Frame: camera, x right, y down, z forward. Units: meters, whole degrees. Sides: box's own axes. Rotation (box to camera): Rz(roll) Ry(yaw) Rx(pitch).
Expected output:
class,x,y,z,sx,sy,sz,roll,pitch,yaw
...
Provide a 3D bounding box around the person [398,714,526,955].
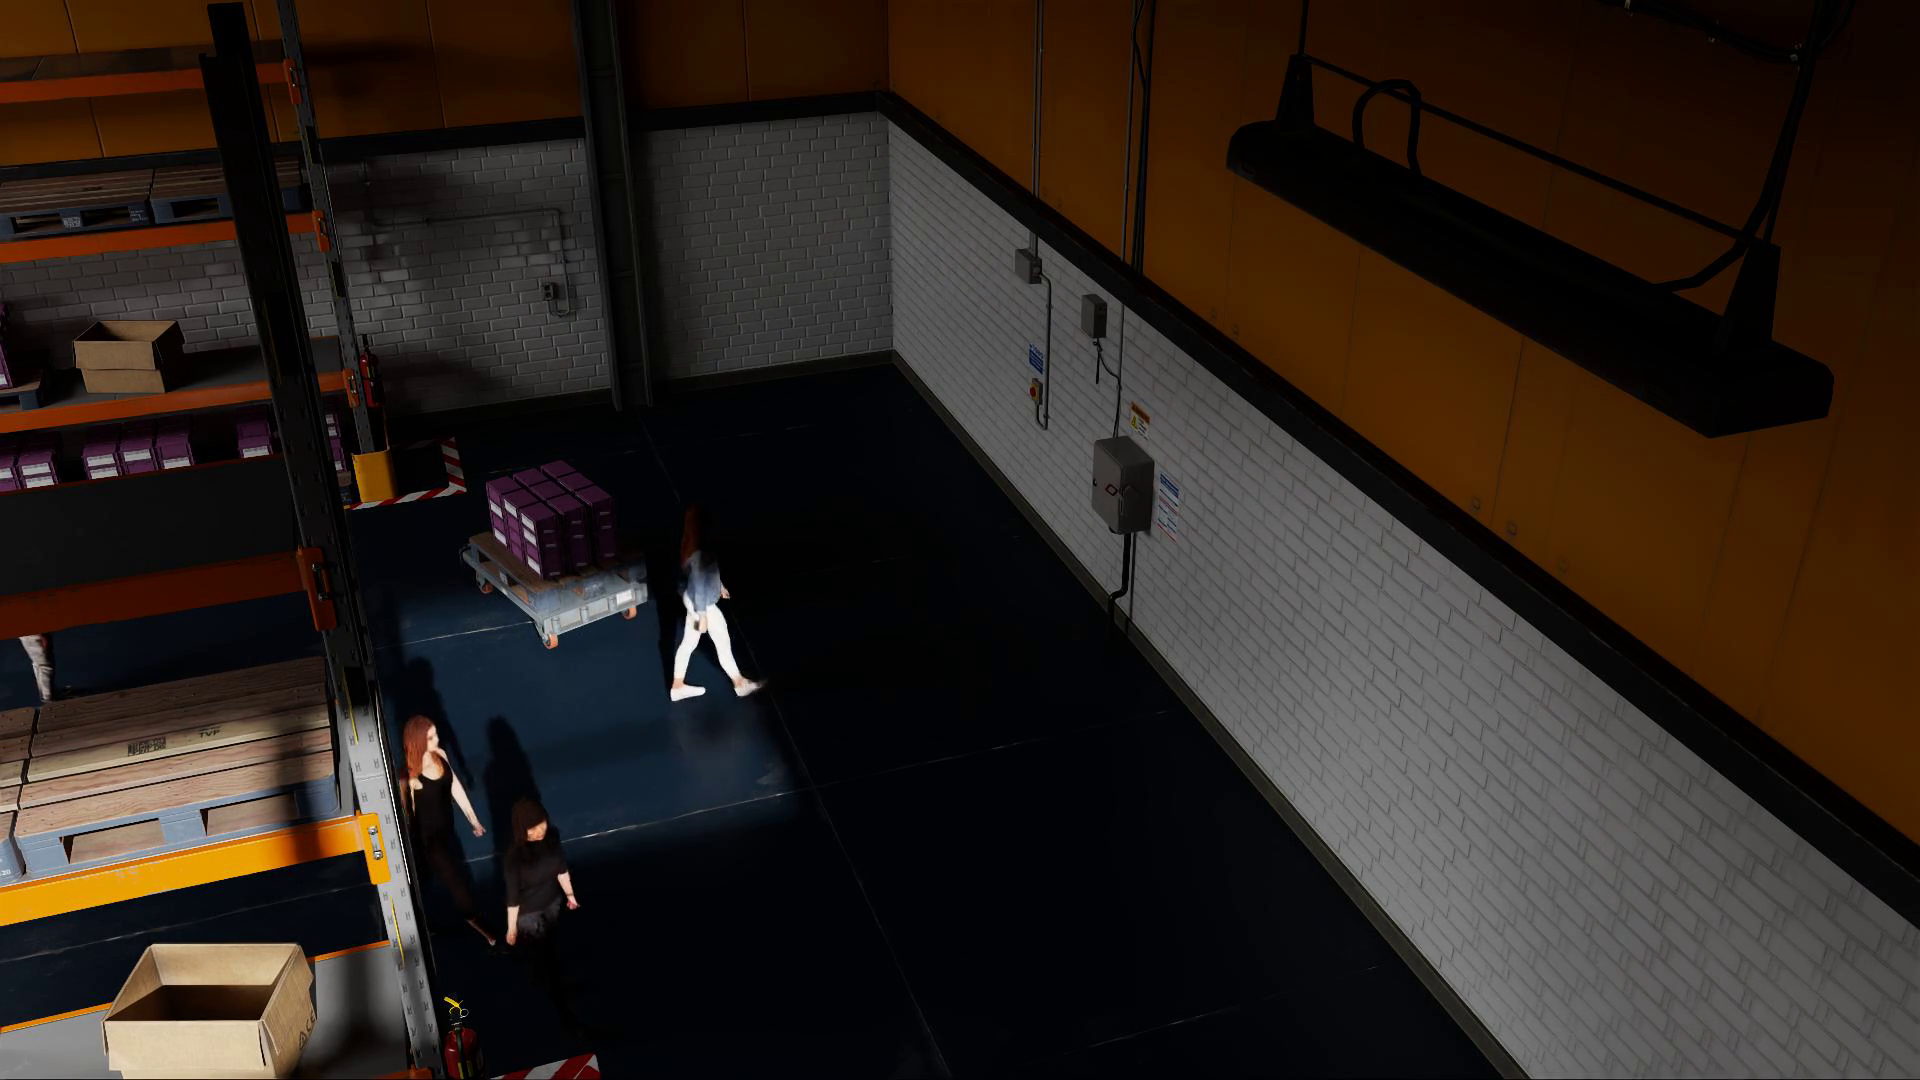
class,x,y,z,sx,sy,sz,roll,pitch,yaw
person,-3.263,1.787,10.102,1.209,1.682,1.010,7,29,12

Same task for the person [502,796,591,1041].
class,x,y,z,sx,sy,sz,roll,pitch,yaw
person,-2.502,2.104,9.596,0.993,1.610,0.970,15,32,26

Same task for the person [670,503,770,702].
class,x,y,z,sx,sy,sz,roll,pitch,yaw
person,-2.013,0.505,12.462,0.966,1.672,0.626,-9,30,-16
